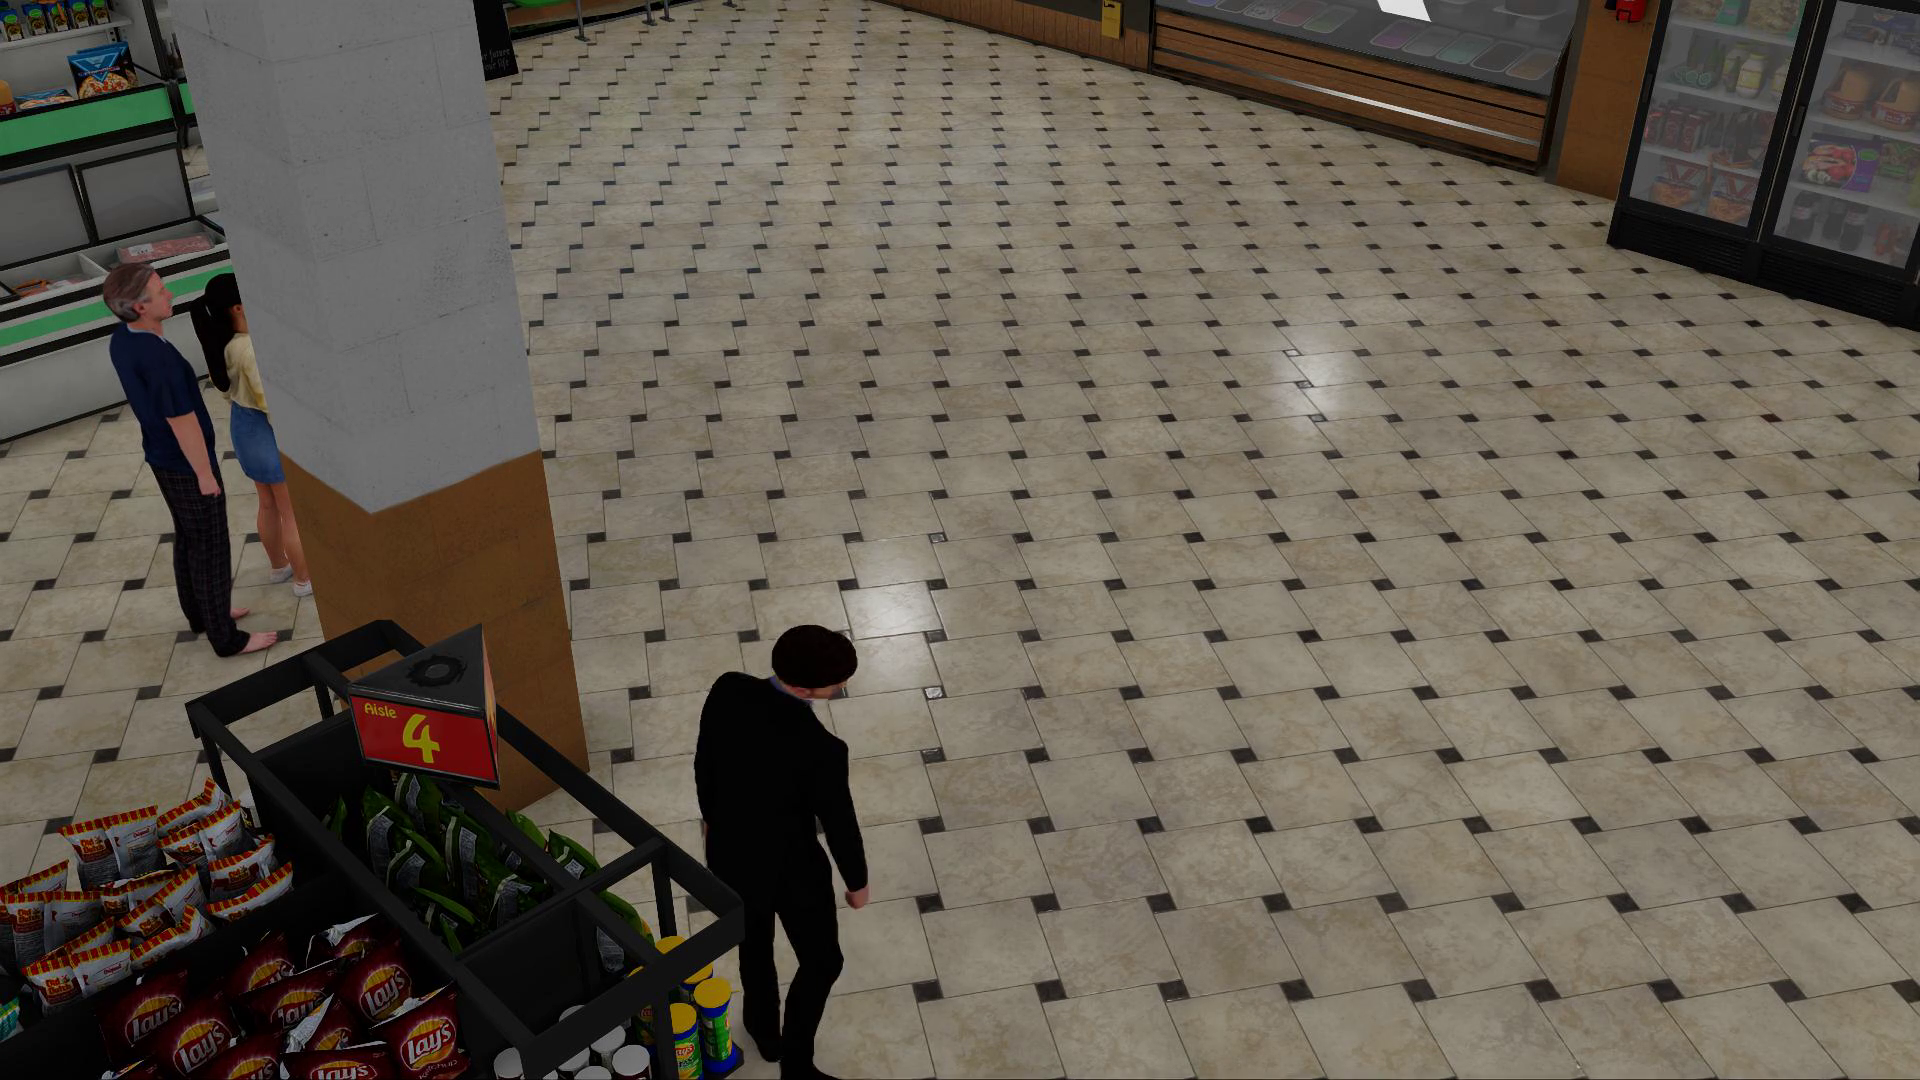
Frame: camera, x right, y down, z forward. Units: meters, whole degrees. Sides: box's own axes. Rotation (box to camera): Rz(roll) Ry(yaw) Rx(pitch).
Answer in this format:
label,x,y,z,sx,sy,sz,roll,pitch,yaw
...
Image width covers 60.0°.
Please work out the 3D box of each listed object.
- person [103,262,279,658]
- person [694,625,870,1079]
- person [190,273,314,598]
label,x,y,z,sx,sy,sz,roll,pitch,yaw
person,-3.450,-0.349,7.378,0.548,1.871,0.672,-24,39,-34
person,-0.628,0.991,5.251,0.873,1.844,0.731,8,33,13
person,-3.278,-0.487,7.826,0.654,1.632,0.578,24,39,33
